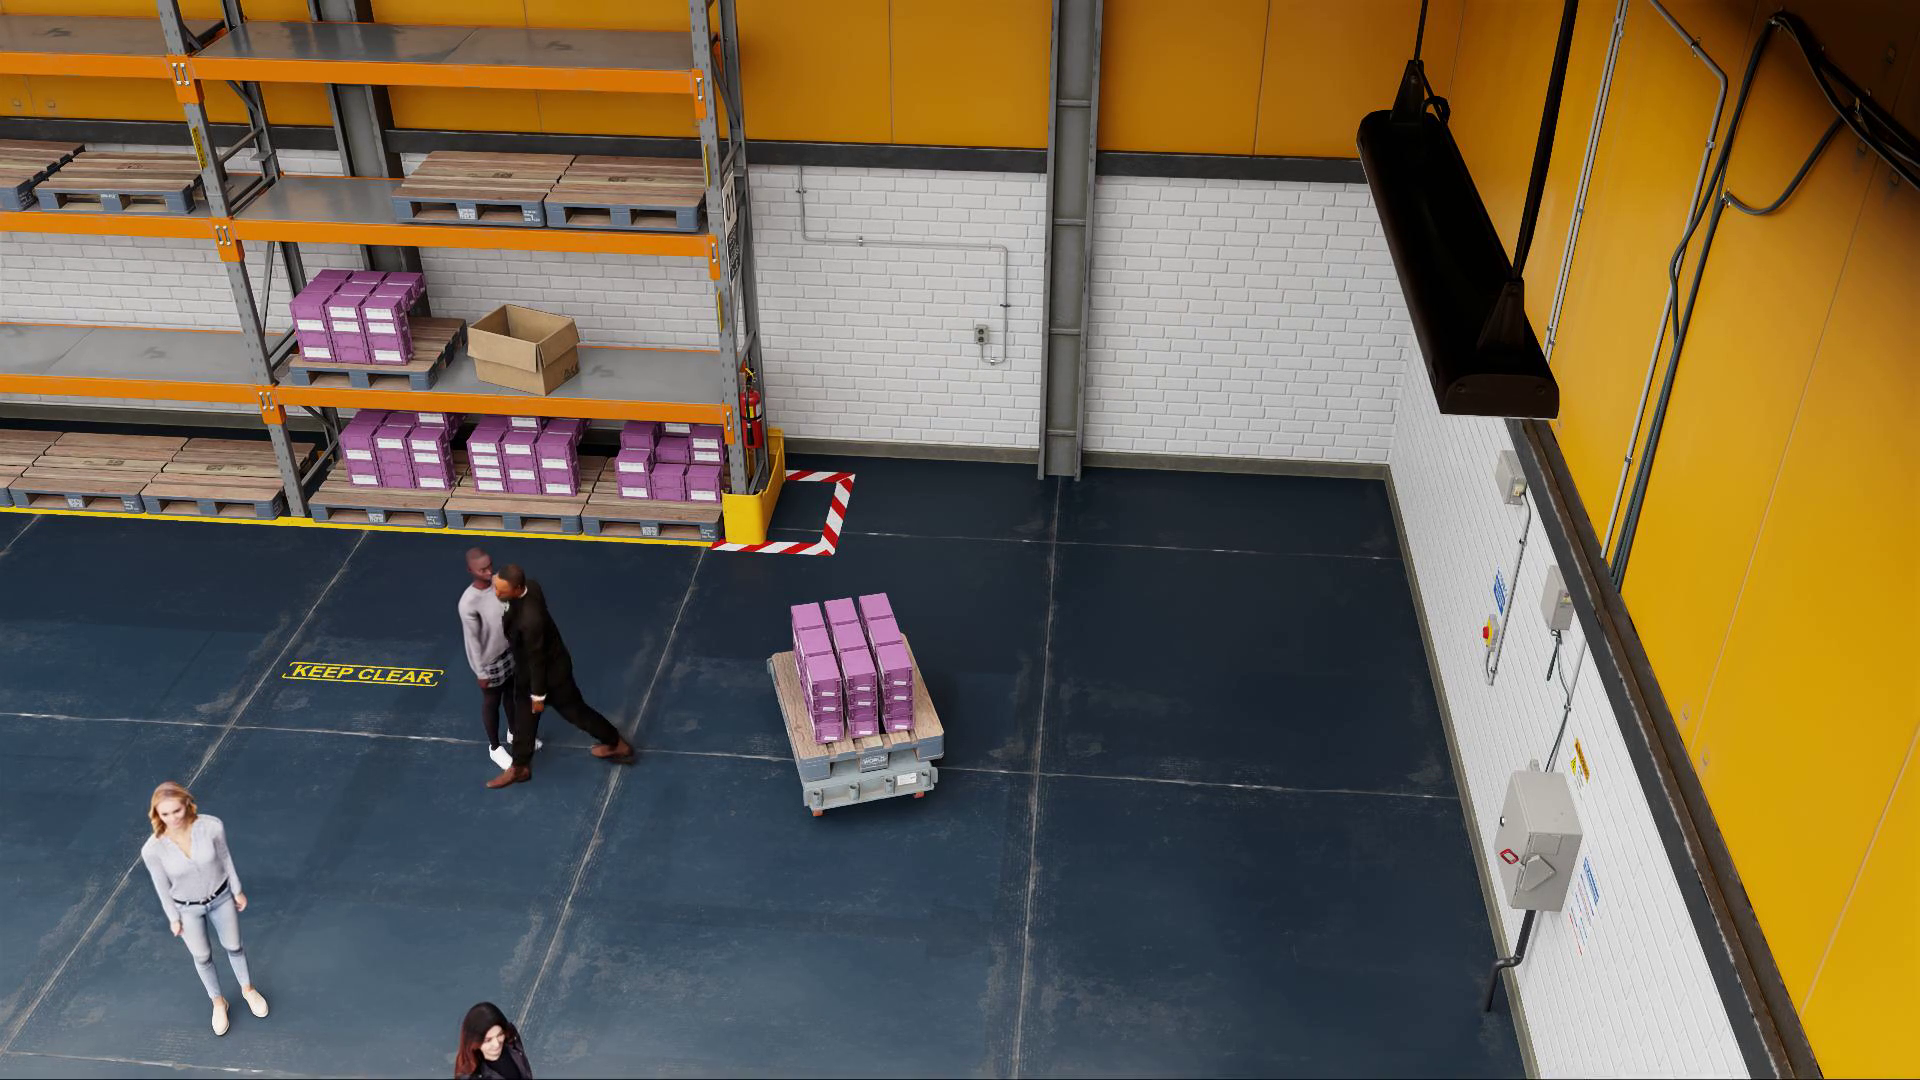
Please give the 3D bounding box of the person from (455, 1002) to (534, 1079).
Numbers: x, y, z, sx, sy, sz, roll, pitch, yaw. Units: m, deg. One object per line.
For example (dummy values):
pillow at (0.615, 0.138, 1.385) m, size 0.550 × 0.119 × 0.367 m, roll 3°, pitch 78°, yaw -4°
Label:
person at (-2.343, 2.966, 8.491) m, size 0.638 × 1.632 × 0.688 m, roll 11°, pitch 35°, yaw 15°

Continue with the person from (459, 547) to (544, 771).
person at (-3.246, 0.797, 11.628) m, size 0.661 × 1.771 × 0.688 m, roll 17°, pitch 37°, yaw 24°

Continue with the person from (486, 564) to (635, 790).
person at (-2.762, 0.893, 11.422) m, size 1.403 × 1.839 × 1.153 m, roll -10°, pitch 35°, yaw -14°

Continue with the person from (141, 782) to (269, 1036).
person at (-4.382, 2.106, 9.637) m, size 0.641 × 1.796 × 0.726 m, roll -20°, pitch 38°, yaw -27°
